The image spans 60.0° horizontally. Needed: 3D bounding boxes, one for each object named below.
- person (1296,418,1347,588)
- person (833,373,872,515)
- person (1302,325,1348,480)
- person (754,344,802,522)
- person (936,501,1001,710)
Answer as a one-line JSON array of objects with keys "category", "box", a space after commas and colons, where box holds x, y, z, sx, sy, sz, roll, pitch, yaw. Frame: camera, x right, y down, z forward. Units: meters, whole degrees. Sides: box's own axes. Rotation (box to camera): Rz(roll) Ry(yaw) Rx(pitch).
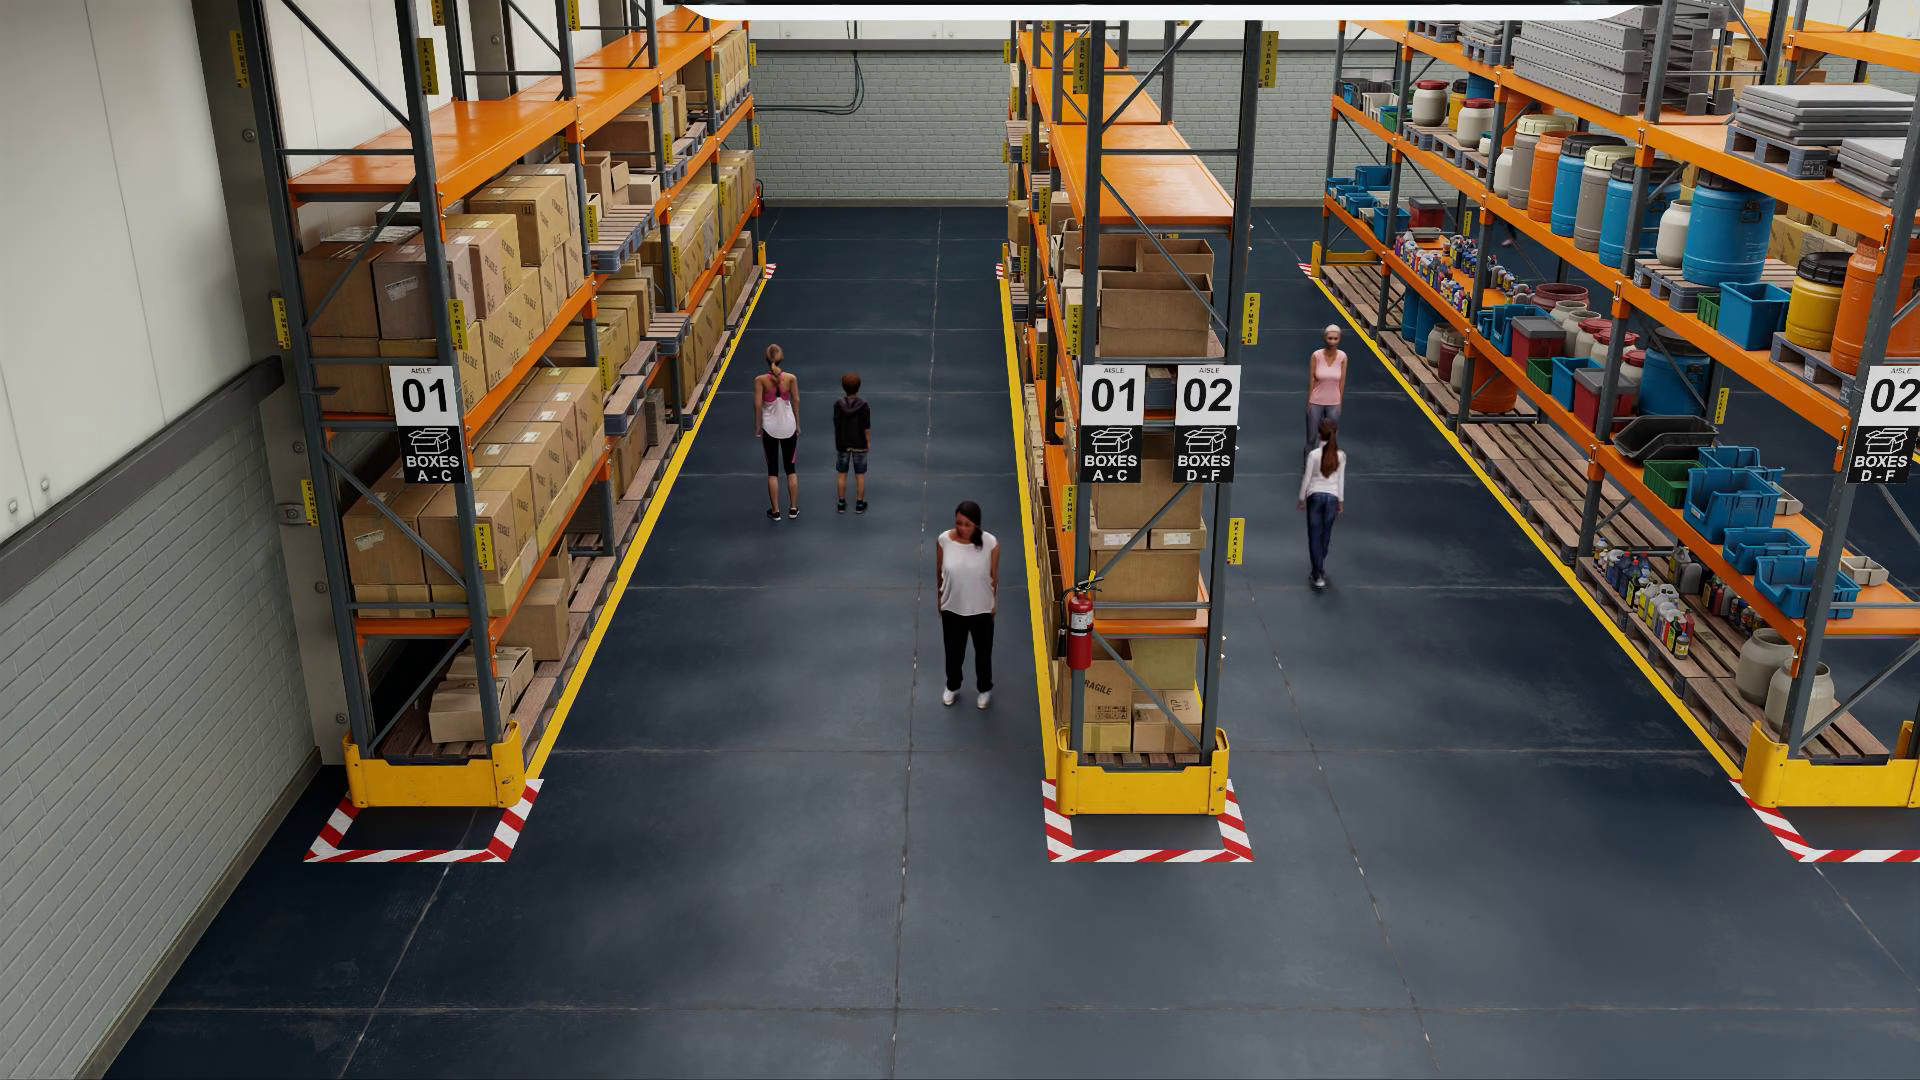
[{"category": "person", "box": [3.262, -0.319, 14.951, 0.572, 1.530, 0.930, -1, 22, -3]}, {"category": "person", "box": [-1.088, -0.973, 16.662, 0.563, 1.446, 0.550, 3, 22, 8]}, {"category": "person", "box": [3.809, -1.424, 17.400, 0.553, 1.723, 0.536, 2, 22, 6]}, {"category": "person", "box": [-1.792, -1.067, 16.441, 0.656, 1.787, 0.601, -5, 23, -13]}, {"category": "person", "box": [0.072, 0.481, 12.790, 0.696, 1.686, 0.674, 4, 23, 10]}]
